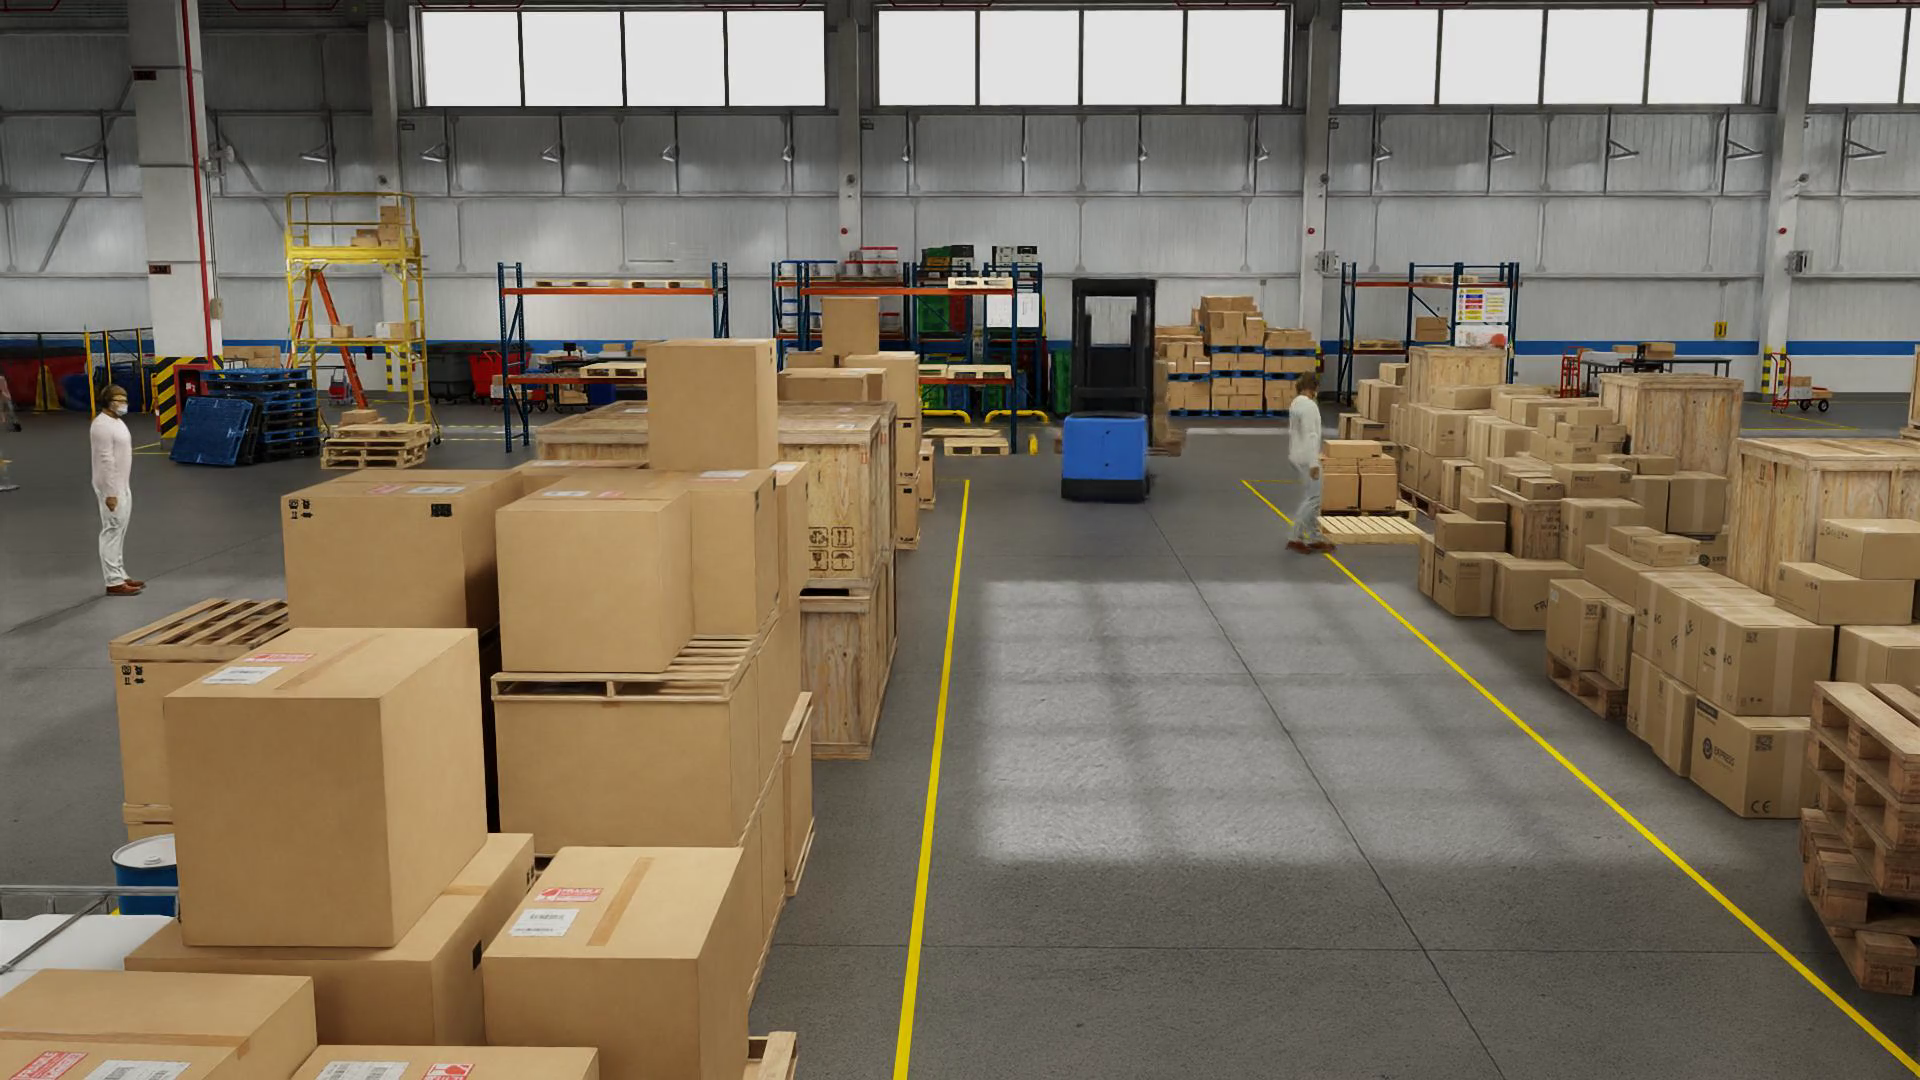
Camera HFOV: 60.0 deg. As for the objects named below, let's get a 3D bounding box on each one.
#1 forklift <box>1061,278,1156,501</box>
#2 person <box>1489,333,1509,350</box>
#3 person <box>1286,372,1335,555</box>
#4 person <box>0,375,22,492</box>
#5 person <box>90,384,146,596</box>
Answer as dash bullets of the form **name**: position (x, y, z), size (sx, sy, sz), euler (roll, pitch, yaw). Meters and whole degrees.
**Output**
- **forklift**: position (1.952, -1.996, 21.591), size (1.129, 2.768, 1.873), euler (2, 10, 10)
- **person**: position (8.182, -2.235, 25.767), size (0.613, 1.962, 0.775), euler (-6, 11, -32)
- **person**: position (3.671, -0.794, 17.378), size (0.494, 1.909, 0.677), euler (0, 9, 3)
- **person**: position (-12.742, -1.577, 22.042), size (0.840, 1.897, 0.590), euler (2, 10, 12)
- **person**: position (-7.724, -0.459, 15.216), size (0.377, 1.934, 0.629), euler (-3, 10, -16)
